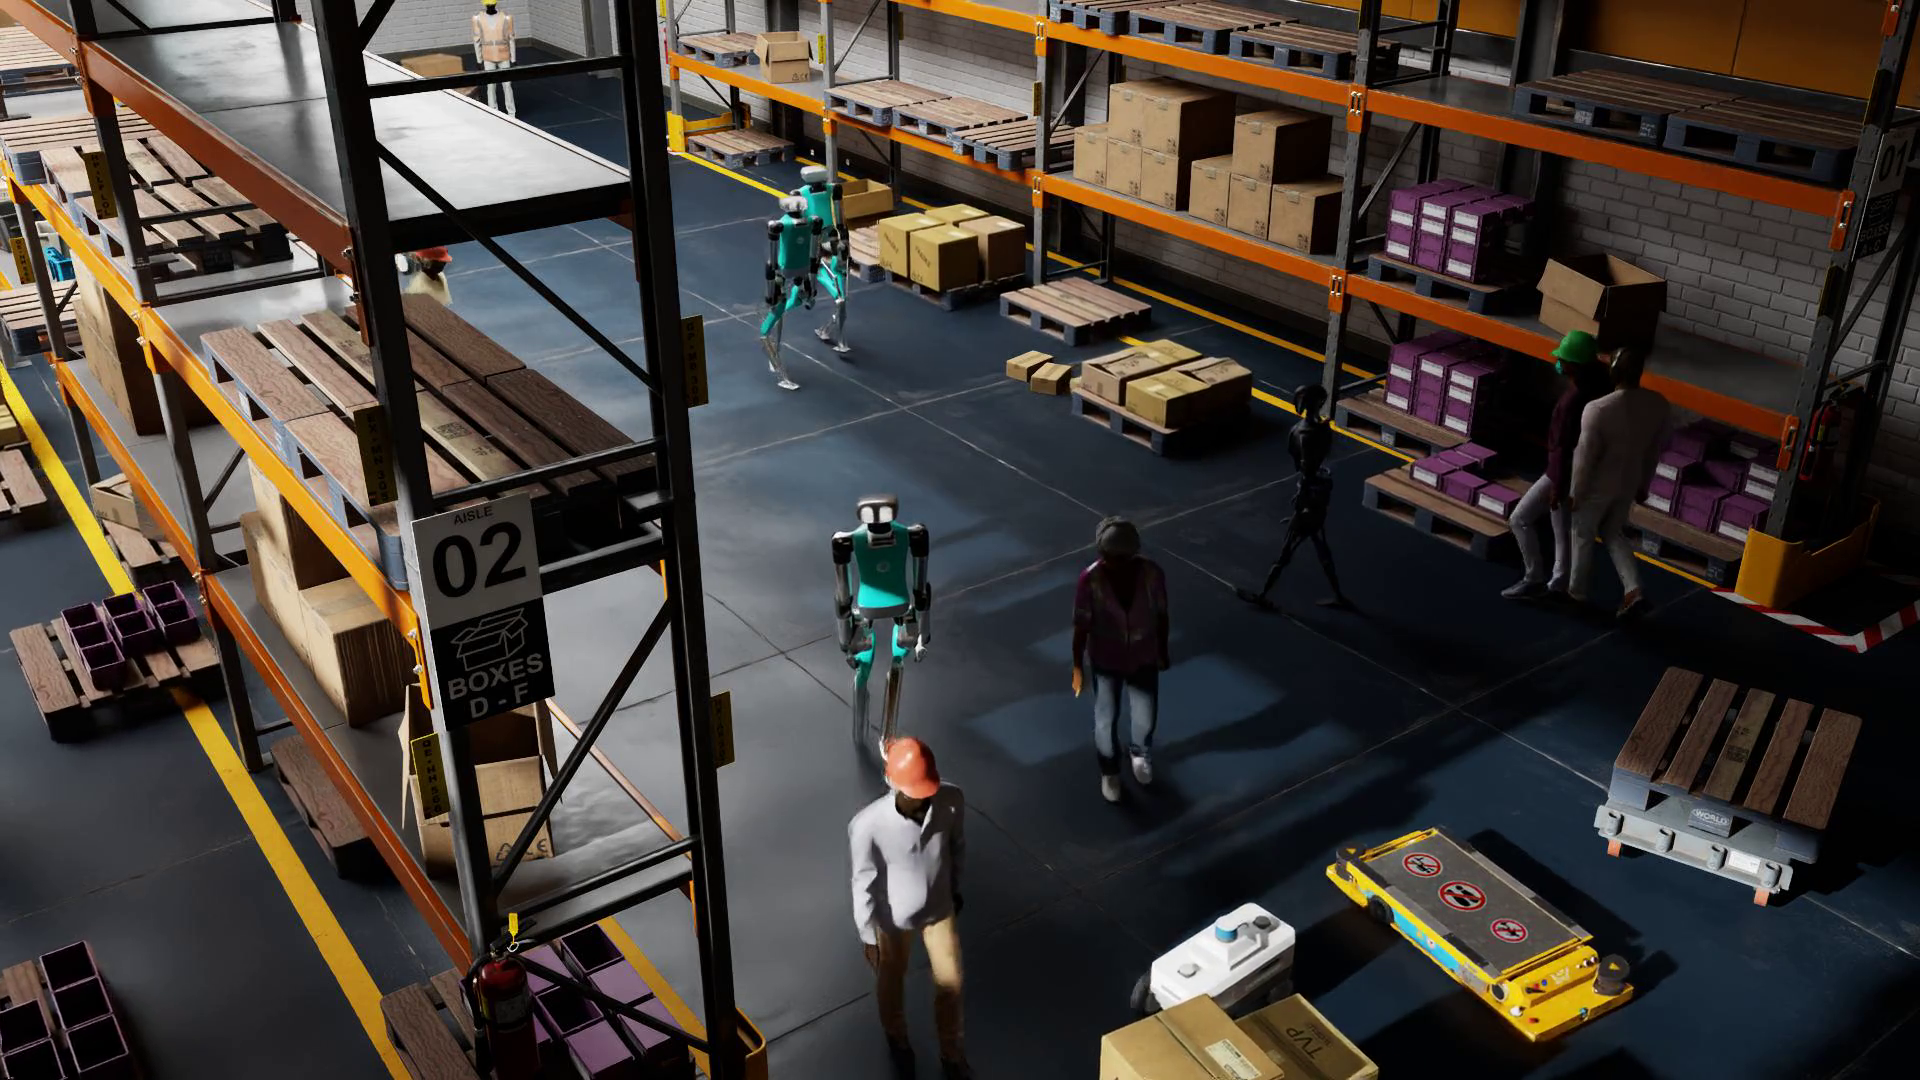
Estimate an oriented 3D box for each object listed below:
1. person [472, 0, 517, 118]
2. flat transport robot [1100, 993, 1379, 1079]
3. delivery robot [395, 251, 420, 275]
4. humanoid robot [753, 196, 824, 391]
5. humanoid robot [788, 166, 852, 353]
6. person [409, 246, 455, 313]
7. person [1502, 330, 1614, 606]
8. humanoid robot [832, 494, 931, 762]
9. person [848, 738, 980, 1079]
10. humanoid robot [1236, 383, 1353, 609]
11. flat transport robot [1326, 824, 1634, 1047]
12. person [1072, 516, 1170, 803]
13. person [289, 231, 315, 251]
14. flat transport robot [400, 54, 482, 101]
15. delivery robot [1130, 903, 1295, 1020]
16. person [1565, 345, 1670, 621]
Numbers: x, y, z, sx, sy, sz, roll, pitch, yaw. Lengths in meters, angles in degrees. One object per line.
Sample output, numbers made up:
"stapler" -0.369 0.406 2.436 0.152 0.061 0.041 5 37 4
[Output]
"person" -6.692 -6.968 24.005 0.585 1.924 0.365 -6 27 -12
"flat transport robot" 1.301 2.716 6.585 1.431 0.231 0.659 -14 30 -26
"delivery robot" -6.022 -3.235 18.088 0.769 0.580 0.499 20 33 34
"humanoid robot" -1.634 -2.281 14.925 0.562 1.757 0.935 -18 32 -31
"humanoid robot" -1.153 -2.512 15.416 0.554 1.752 1.002 -14 30 -25
"person" -4.336 -1.658 13.660 0.644 1.720 0.570 0 27 0
"person" 3.943 -0.464 11.053 0.572 1.932 0.530 18 32 31
"humanoid robot" -0.455 0.518 9.454 0.541 1.898 0.734 -4 27 -8
"person" -0.158 1.628 7.120 0.576 1.727 0.689 -13 30 -25
"humanoid robot" 2.283 -0.274 11.011 0.778 1.620 0.596 7 28 14
"flat transport robot" 2.538 1.892 8.225 0.659 0.231 1.431 -14 30 -26
"person" 0.869 0.652 8.977 0.560 1.810 0.517 -1 27 -2
"person" -5.954 -2.363 15.178 0.294 1.623 0.505 4 27 8
"flat transport robot" -7.750 -6.305 24.529 0.659 0.231 1.431 0 27 1
"delivery robot" 1.199 2.005 7.671 0.765 0.585 0.499 -21 33 -35
"person" 4.266 -0.329 10.818 0.631 1.912 0.657 -8 28 -15
